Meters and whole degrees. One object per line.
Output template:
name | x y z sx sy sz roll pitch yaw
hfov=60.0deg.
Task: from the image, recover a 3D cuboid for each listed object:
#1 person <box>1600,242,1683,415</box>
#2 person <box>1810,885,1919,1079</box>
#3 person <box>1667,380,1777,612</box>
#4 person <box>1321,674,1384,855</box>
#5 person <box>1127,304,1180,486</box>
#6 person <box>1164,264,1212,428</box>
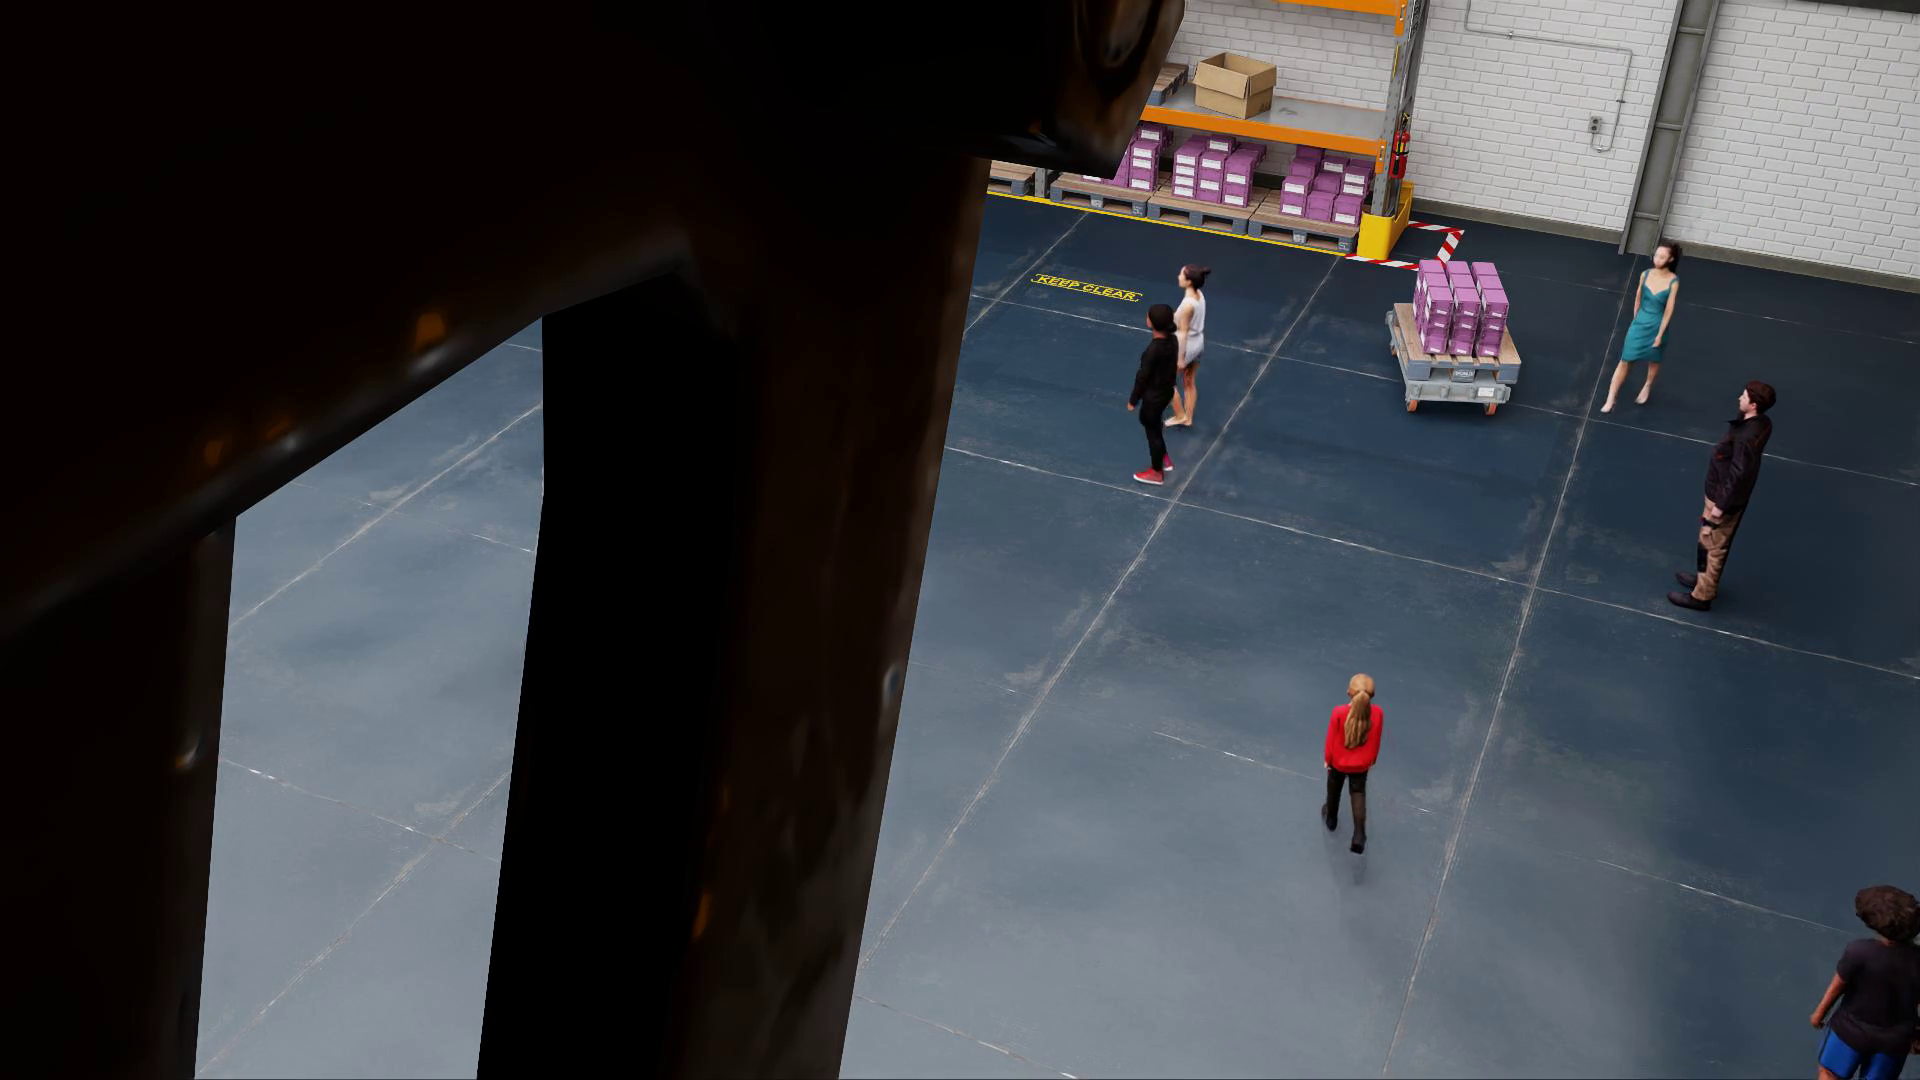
person | 6.357 -1.938 15.194 0.998 1.646 0.831 27 42 35
person | 4.634 2.505 8.413 0.621 1.754 0.846 17 37 23
person | 5.790 -0.337 12.535 0.646 1.925 0.724 20 38 27
person | 2.469 1.422 10.481 0.811 1.268 0.754 0 34 0
person | 1.742 -1.195 14.066 0.604 1.660 0.622 17 37 24
person | 2.104 -1.705 14.887 0.575 1.600 0.566 16 37 22
